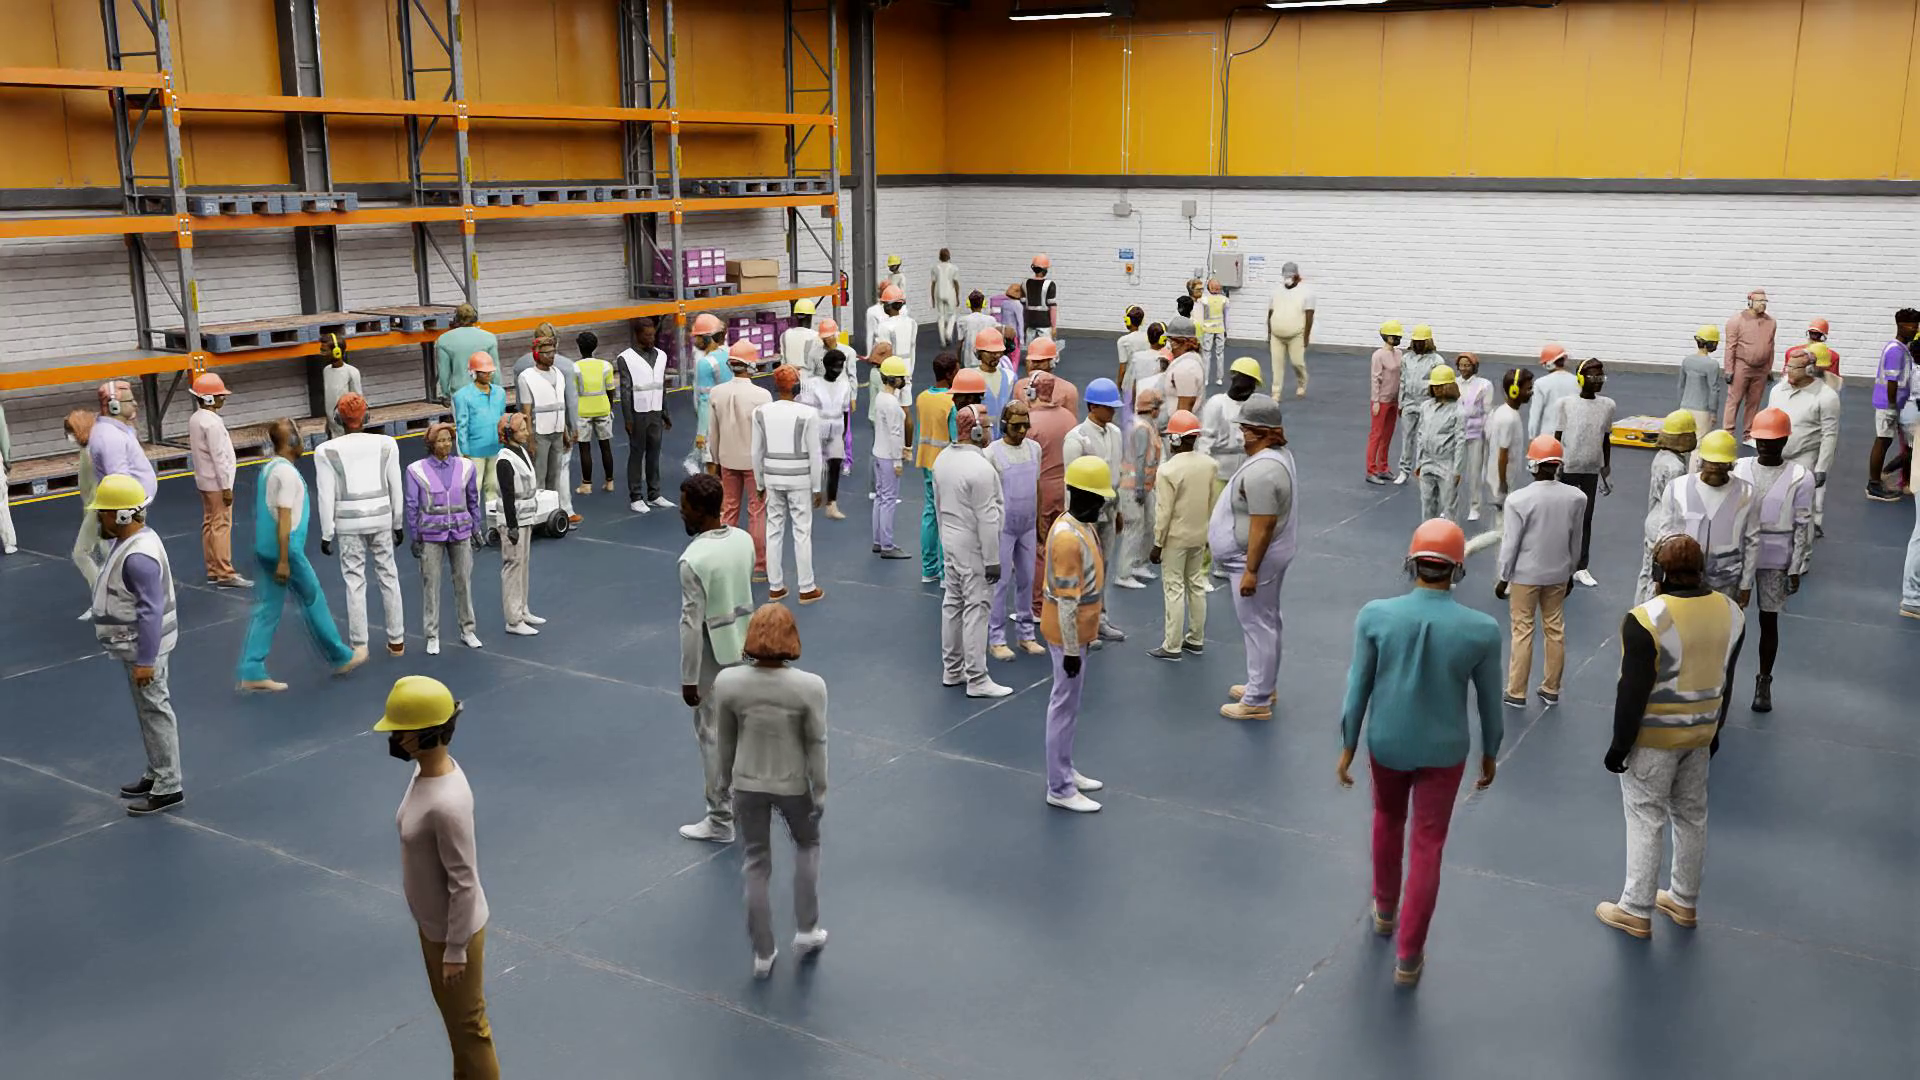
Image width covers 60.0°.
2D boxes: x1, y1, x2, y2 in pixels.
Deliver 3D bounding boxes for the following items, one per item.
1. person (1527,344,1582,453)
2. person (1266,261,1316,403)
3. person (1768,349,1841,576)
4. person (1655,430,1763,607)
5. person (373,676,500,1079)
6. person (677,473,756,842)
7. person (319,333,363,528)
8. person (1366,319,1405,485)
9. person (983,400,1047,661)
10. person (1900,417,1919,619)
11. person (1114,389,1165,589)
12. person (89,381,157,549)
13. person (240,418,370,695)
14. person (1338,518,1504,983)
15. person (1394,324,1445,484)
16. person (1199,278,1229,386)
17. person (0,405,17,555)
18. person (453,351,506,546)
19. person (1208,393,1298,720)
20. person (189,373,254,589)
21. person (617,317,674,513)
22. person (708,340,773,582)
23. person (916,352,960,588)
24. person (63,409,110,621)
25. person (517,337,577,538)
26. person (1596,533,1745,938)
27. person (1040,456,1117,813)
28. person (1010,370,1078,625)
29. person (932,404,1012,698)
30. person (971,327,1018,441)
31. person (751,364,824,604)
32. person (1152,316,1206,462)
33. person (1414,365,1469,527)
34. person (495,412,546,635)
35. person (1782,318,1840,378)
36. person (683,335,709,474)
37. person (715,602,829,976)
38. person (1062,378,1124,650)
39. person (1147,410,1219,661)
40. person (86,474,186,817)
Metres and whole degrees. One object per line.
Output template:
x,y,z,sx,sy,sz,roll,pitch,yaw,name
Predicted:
5.715,-1.020,15.945,0.657,1.701,0.682,-2,13,-8,person
4.697,-2.989,23.771,0.694,2.000,0.639,7,15,28,person
6.961,-0.650,13.923,0.401,1.904,0.650,-6,14,-26,person
4.646,0.210,10.372,0.593,1.826,0.403,6,14,23,person
-1.787,1.315,5.706,0.317,1.767,0.534,-6,14,-26,person
-1.225,0.602,8.490,0.387,1.910,0.593,6,14,24,person
-5.768,-1.006,15.559,0.514,1.865,0.327,9,16,33,person
4.588,-1.484,17.846,0.310,1.768,0.533,13,18,43,person
0.371,-0.067,11.560,0.516,1.835,0.358,-9,16,-34,person
7.414,-0.392,12.624,0.382,1.987,0.611,8,15,32,person
1.483,-0.427,13.611,0.389,1.609,0.540,3,13,14,person
-5.952,-0.188,11.911,0.404,1.911,0.636,-7,15,-29,person
-4.368,0.099,10.926,0.872,1.792,0.565,-12,18,-42,person
2.019,0.860,7.236,0.663,1.958,0.880,5,14,22,person
4.878,-1.427,17.675,0.484,1.736,0.343,9,16,35,person
3.865,-3.170,25.436,0.520,1.640,0.307,-3,13,-14,person
-8.552,-0.650,14.500,0.513,1.642,0.311,-10,16,-36,person
-4.295,-0.838,15.068,0.337,1.752,0.564,9,16,33,person
1.816,0.096,10.387,0.535,2.000,0.684,5,14,20,person
-6.033,-0.482,13.524,0.328,1.752,0.563,-11,17,-39,person
-3.118,-1.248,16.481,0.392,1.922,0.593,9,16,35,person
-1.766,-0.645,13.705,0.622,1.991,0.389,6,14,24,person
-0.142,-0.566,13.535,0.391,1.917,0.591,-9,16,-35,person
-6.548,-0.184,12.524,0.534,1.613,0.552,-6,14,-24,person
-3.839,-0.962,15.404,0.390,1.846,0.565,6,14,24,person
3.161,0.872,7.470,0.633,1.837,0.429,-5,14,-21,person
0.633,0.490,8.949,0.392,1.917,0.589,2,13,9,person
0.595,-0.322,12.497,0.402,1.906,0.651,11,17,40,person
0.089,0.067,10.805,0.406,1.911,0.639,-7,15,-29,person
0.250,-0.807,14.303,0.607,2.044,0.375,-8,15,-32,person
-1.345,-0.432,13.027,0.574,1.882,0.358,4,14,17,person
1.984,-1.046,15.345,0.537,2.000,0.678,3,13,11,person
4.095,-0.633,14.231,0.343,1.733,0.482,-9,16,-33,person
-3.255,-0.126,12.230,0.306,1.639,0.523,-1,13,-3,person
9.292,-1.555,18.213,0.574,1.740,0.349,9,16,36,person
-2.728,-1.488,17.947,0.387,1.720,0.496,0,13,1,person
-0.801,1.049,7.187,0.511,1.617,0.537,1,13,4,person
0.966,-0.192,11.859,0.416,1.940,0.606,11,17,40,person
1.535,-0.034,11.583,0.569,1.751,0.329,-11,17,-40,person
-4.387,0.550,8.873,0.404,1.831,0.600,-7,15,-30,person
